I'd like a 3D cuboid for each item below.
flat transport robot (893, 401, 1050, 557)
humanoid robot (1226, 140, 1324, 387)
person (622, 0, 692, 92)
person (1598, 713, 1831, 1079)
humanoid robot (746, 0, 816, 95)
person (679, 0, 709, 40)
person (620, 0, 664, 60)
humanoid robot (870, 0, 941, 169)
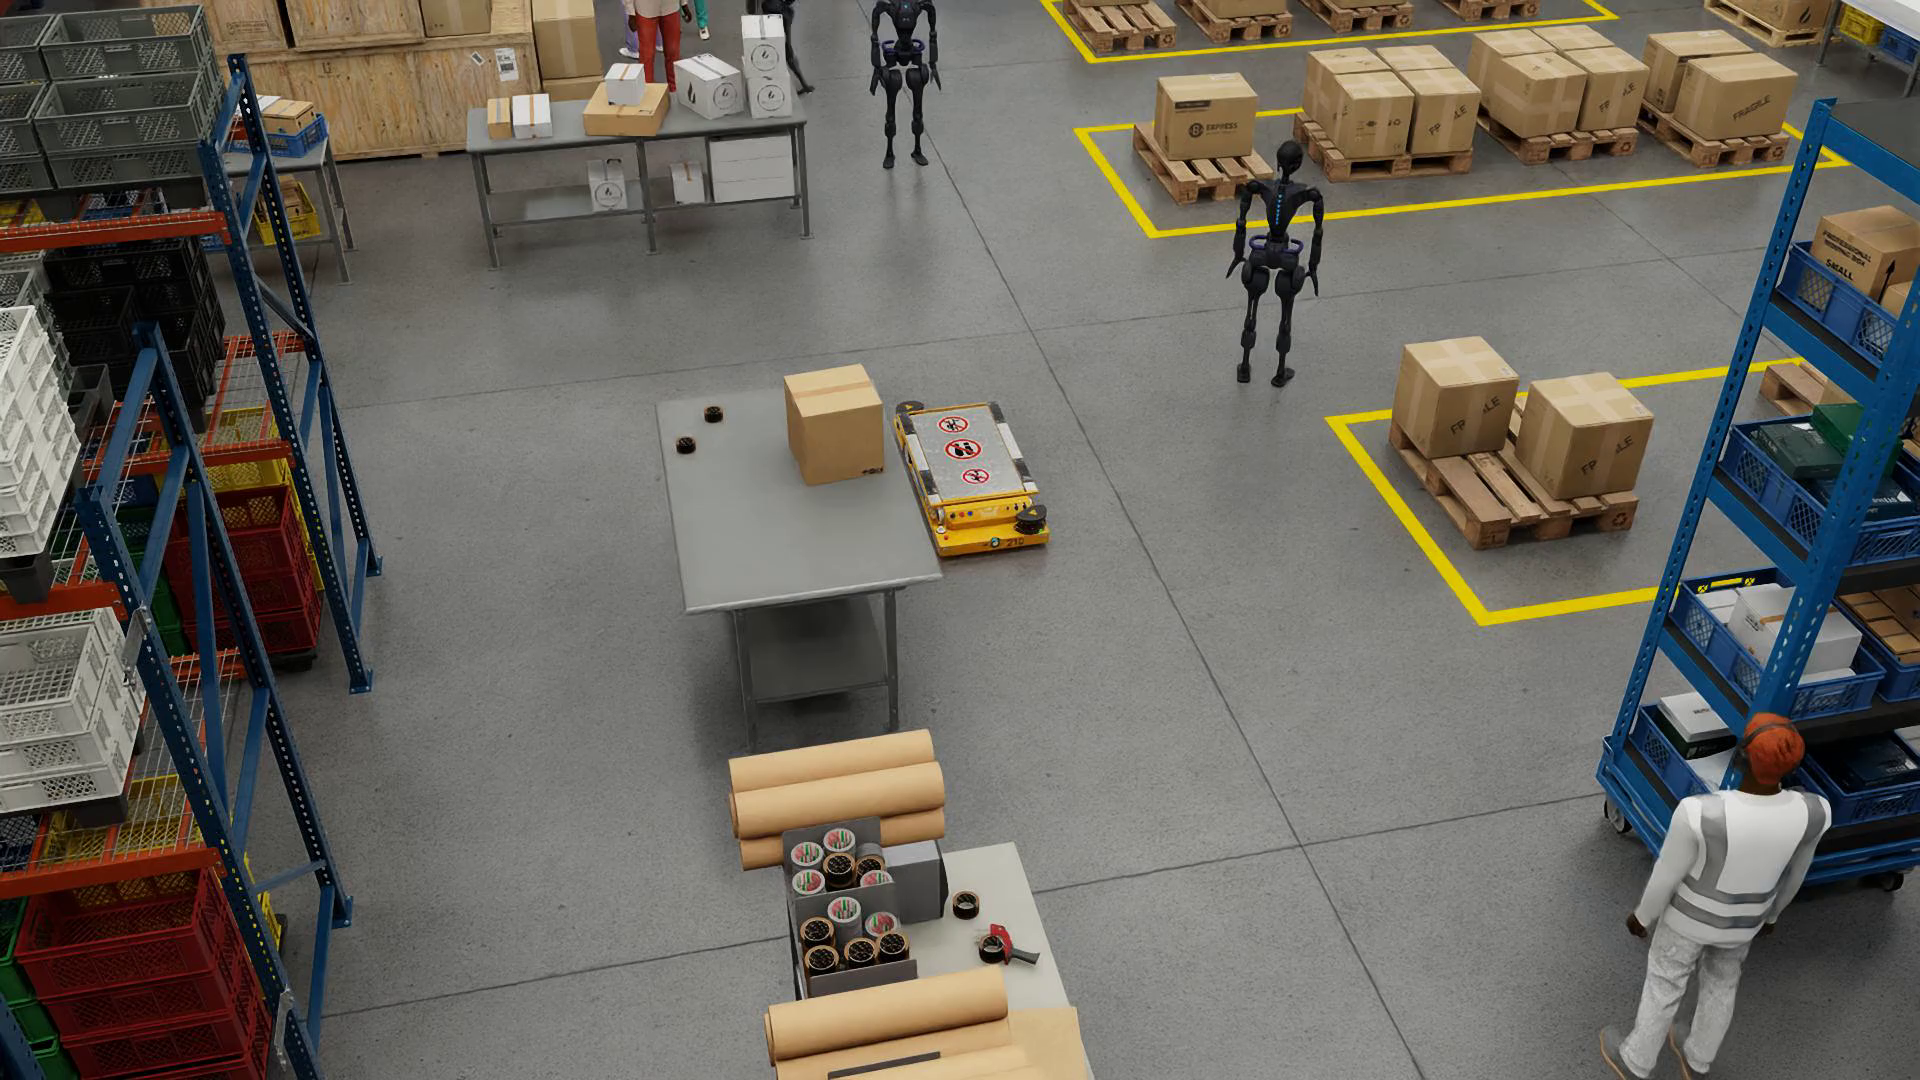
[{"bbox_3d":[0.046,-0.430,10.108,0.652,0.197,1.431,-8,37,-10],"label":"flat transport robot"},{"bbox_3d":[2.034,-1.788,10.765,0.611,1.657,0.320,11,38,14],"label":"humanoid robot"},{"bbox_3d":[-2.593,-4.571,14.253,0.607,1.995,0.374,-23,42,-27],"label":"person"},{"bbox_3d":[2.845,1.411,6.308,0.573,1.881,0.351,-2,37,-3],"label":"person"},{"bbox_3d":[-1.639,-4.633,14.598,0.491,1.659,0.640,18,40,22],"label":"humanoid robot"},{"bbox_3d":[-2.650,-5.671,15.919,0.525,1.767,0.329,0,37,0],"label":"person"},{"bbox_3d":[-3.096,-5.485,15.552,0.583,1.915,0.392,-25,43,-30],"label":"person"},{"bbox_3d":[-0.451,-3.844,13.529,0.586,1.657,0.331,-7,37,-10],"label":"humanoid robot"}]
